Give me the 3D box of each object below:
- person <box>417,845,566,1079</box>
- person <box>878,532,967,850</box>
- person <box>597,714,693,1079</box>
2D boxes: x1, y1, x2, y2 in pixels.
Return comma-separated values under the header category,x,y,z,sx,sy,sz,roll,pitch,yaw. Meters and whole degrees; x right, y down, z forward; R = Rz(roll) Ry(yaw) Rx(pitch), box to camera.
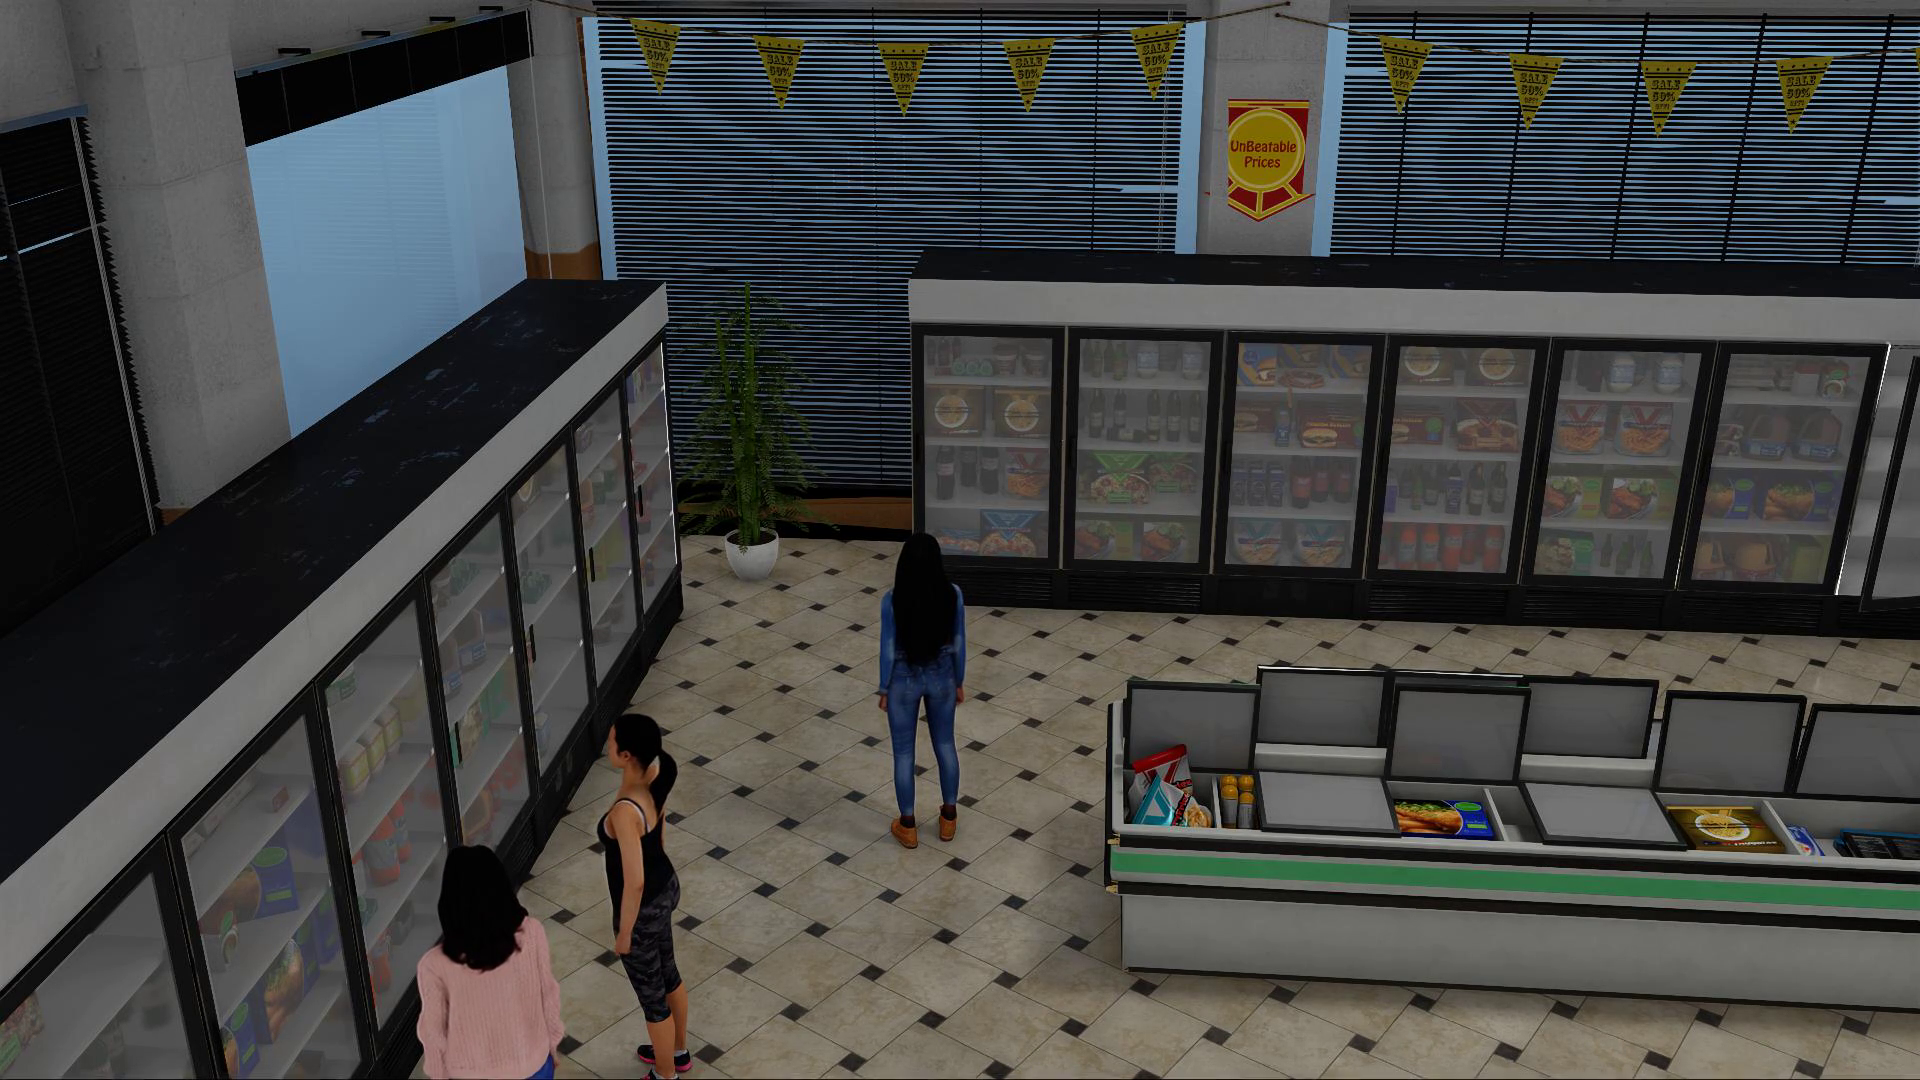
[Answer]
category,x,y,z,sx,sy,sz,roll,pitch,yaw
person,-1.586,1.839,5.732,0.665,1.769,0.783,-10,24,-24
person,-0.192,0.763,8.487,0.582,1.712,0.735,-6,23,-15
person,-1.252,1.474,6.694,0.552,1.730,0.576,3,22,8
